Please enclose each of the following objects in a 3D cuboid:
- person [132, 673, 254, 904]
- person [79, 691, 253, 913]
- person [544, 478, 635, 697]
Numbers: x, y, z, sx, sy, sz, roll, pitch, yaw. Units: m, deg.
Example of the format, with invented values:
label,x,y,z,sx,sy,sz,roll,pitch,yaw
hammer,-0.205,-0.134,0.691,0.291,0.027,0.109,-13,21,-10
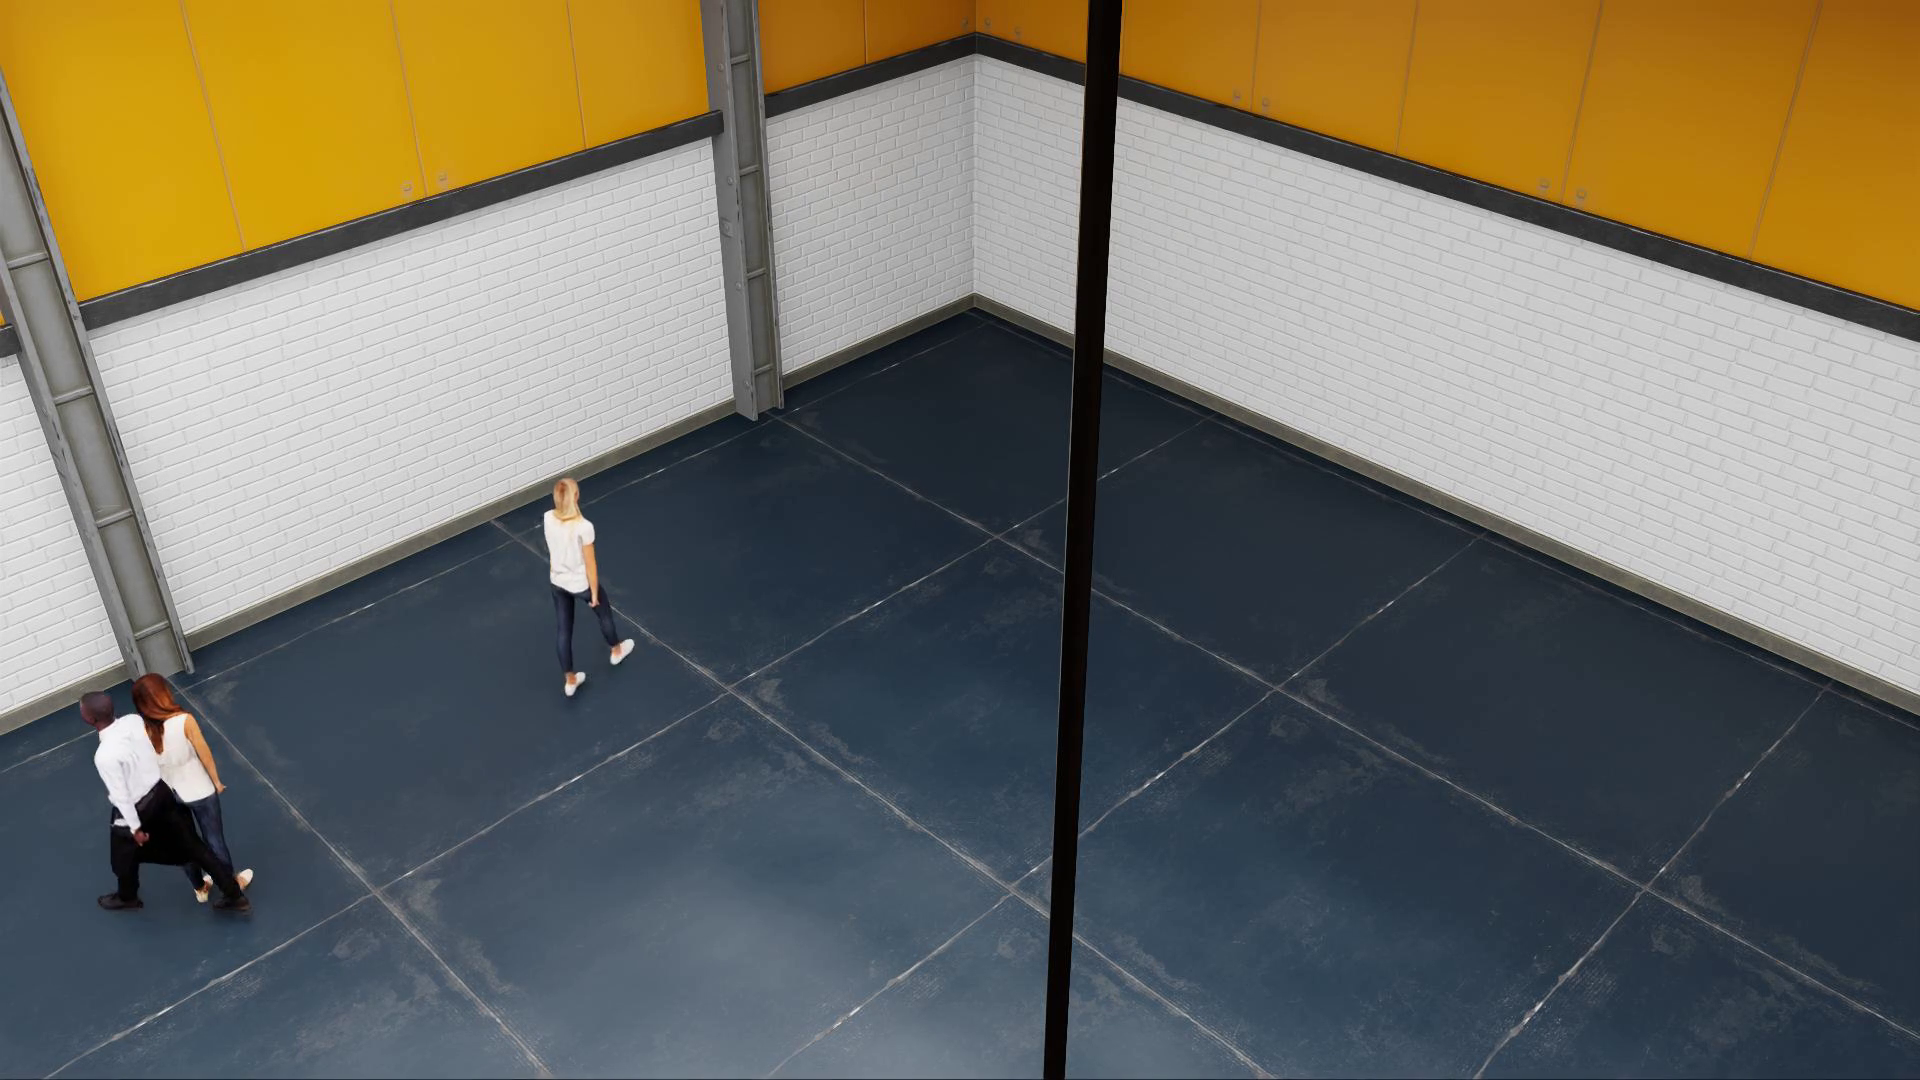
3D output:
label,x,y,z,sx,sy,sz,roll,pitch,yaw
person,-4.925,1.590,10.554,0.664,1.785,0.735,-2,34,-3
person,-4.987,1.707,10.384,1.216,1.778,1.279,6,34,8
person,-2.916,0.394,12.356,0.878,1.781,1.047,9,35,14
